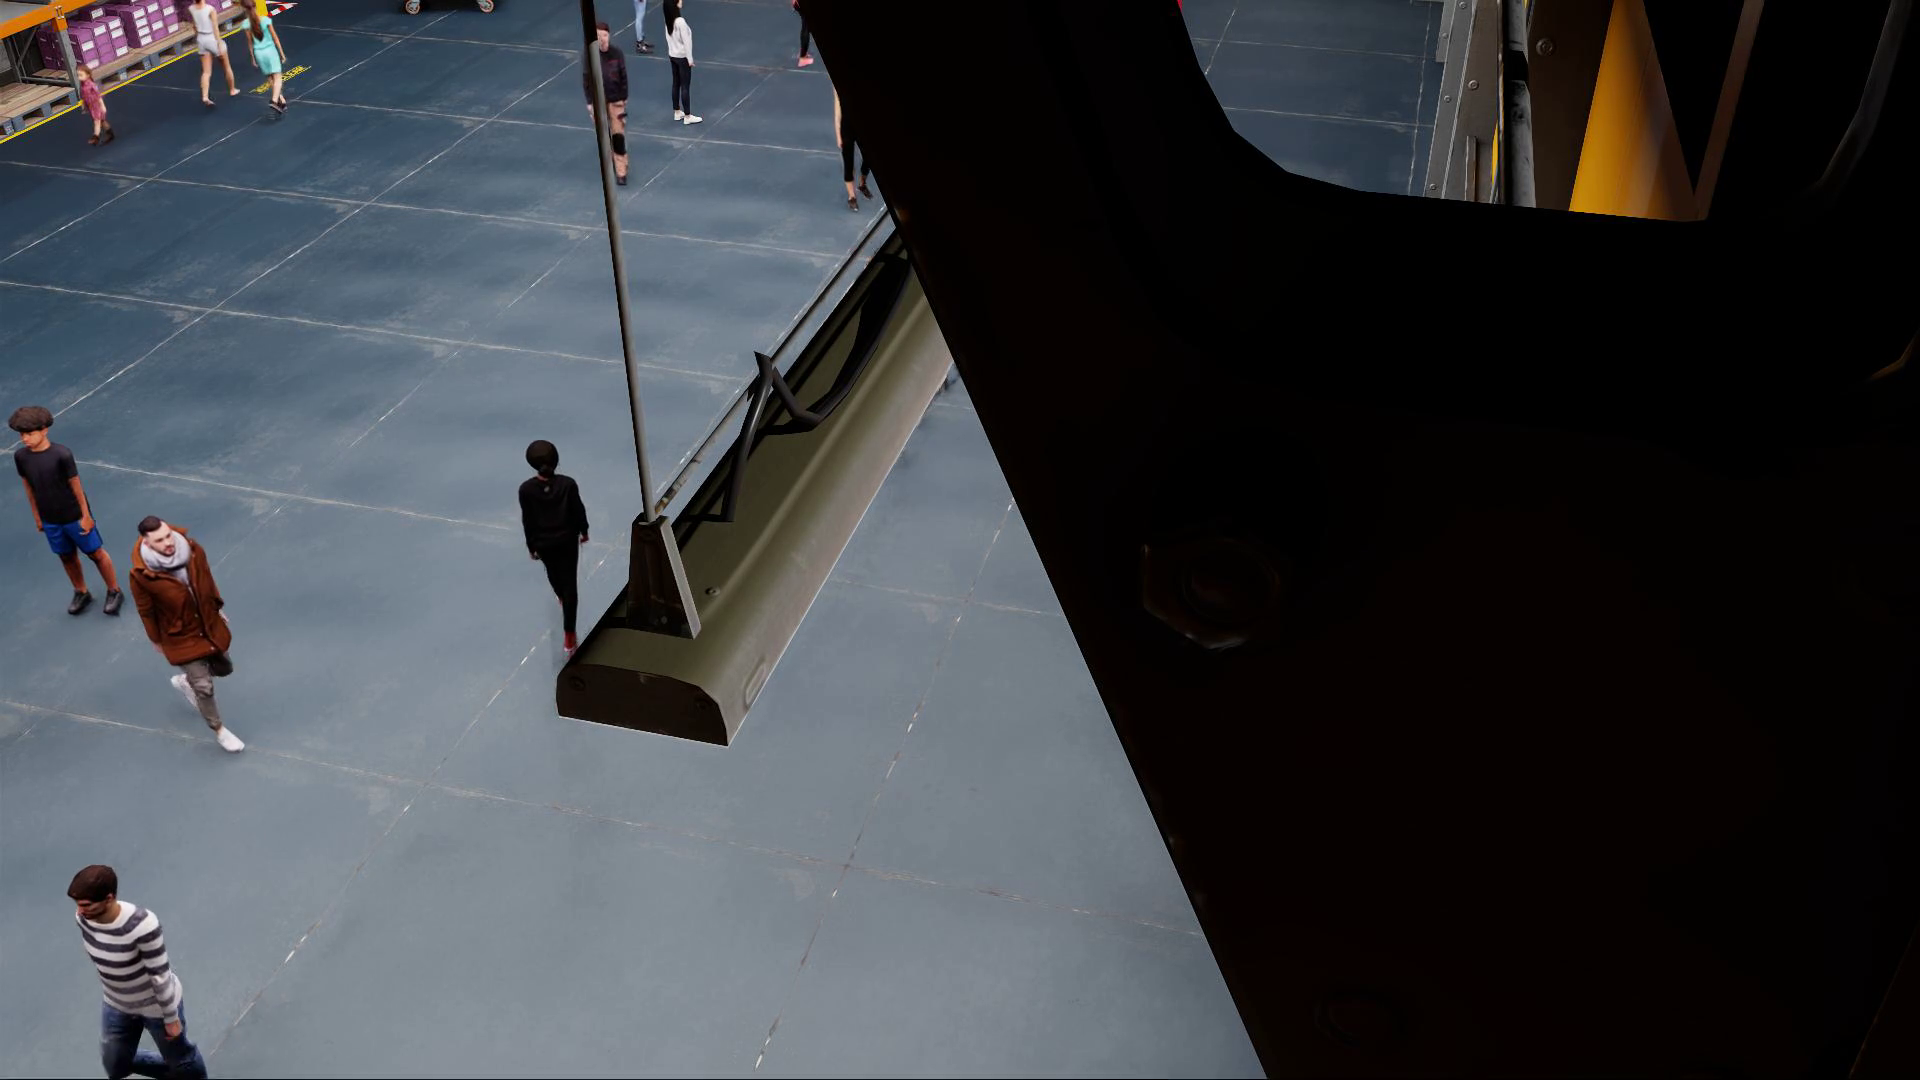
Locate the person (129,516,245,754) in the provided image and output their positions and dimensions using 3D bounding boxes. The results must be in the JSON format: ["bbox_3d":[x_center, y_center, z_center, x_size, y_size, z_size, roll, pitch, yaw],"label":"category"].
[{"bbox_3d":[-5.232,0.591,11.215,0.896,1.822,0.975,18,37,25],"label":"person"}]

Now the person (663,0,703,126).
[{"bbox_3d":[-3.665,-6.303,21.697,0.735,1.700,0.710,-25,41,-33],"label":"person"}]

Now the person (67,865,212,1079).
[{"bbox_3d":[-4.167,2.311,8.612,0.658,1.840,0.650,7,34,11],"label":"person"}]

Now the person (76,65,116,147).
[{"bbox_3d":[-10.999,-5.552,21.198,0.468,1.001,0.724,11,35,16],"label":"person"}]

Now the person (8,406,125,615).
[{"bbox_3d":[-6.715,-0.228,12.475,0.641,1.791,0.630,0,34,1],"label":"person"}]

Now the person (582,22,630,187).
[{"bbox_3d":[-4.250,-5.263,19.971,1.099,1.879,1.339,-9,35,-13],"label":"person"}]

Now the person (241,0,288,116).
[{"bbox_3d":[-9.159,-6.368,21.945,0.858,1.533,1.036,-6,34,-9],"label":"person"}]

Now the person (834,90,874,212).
[{"bbox_3d":[-1.256,-4.735,19.319,0.765,1.721,0.828,-11,35,-16],"label":"person"}]

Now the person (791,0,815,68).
[{"bbox_3d":[-2.285,-7.560,23.608,0.776,1.678,0.744,-28,43,-35],"label":"person"}]

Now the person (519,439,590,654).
[{"bbox_3d":[-2.949,0.059,12.188,0.950,1.630,1.188,-7,34,-10],"label":"person"}]

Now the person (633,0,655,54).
[{"bbox_3d":[-4.690,-8.017,24.259,0.697,1.719,0.549,0,34,0],"label":"person"}]

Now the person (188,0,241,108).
[{"bbox_3d":[-10.070,-6.586,22.240,0.667,1.570,1.081,3,34,5],"label":"person"}]
